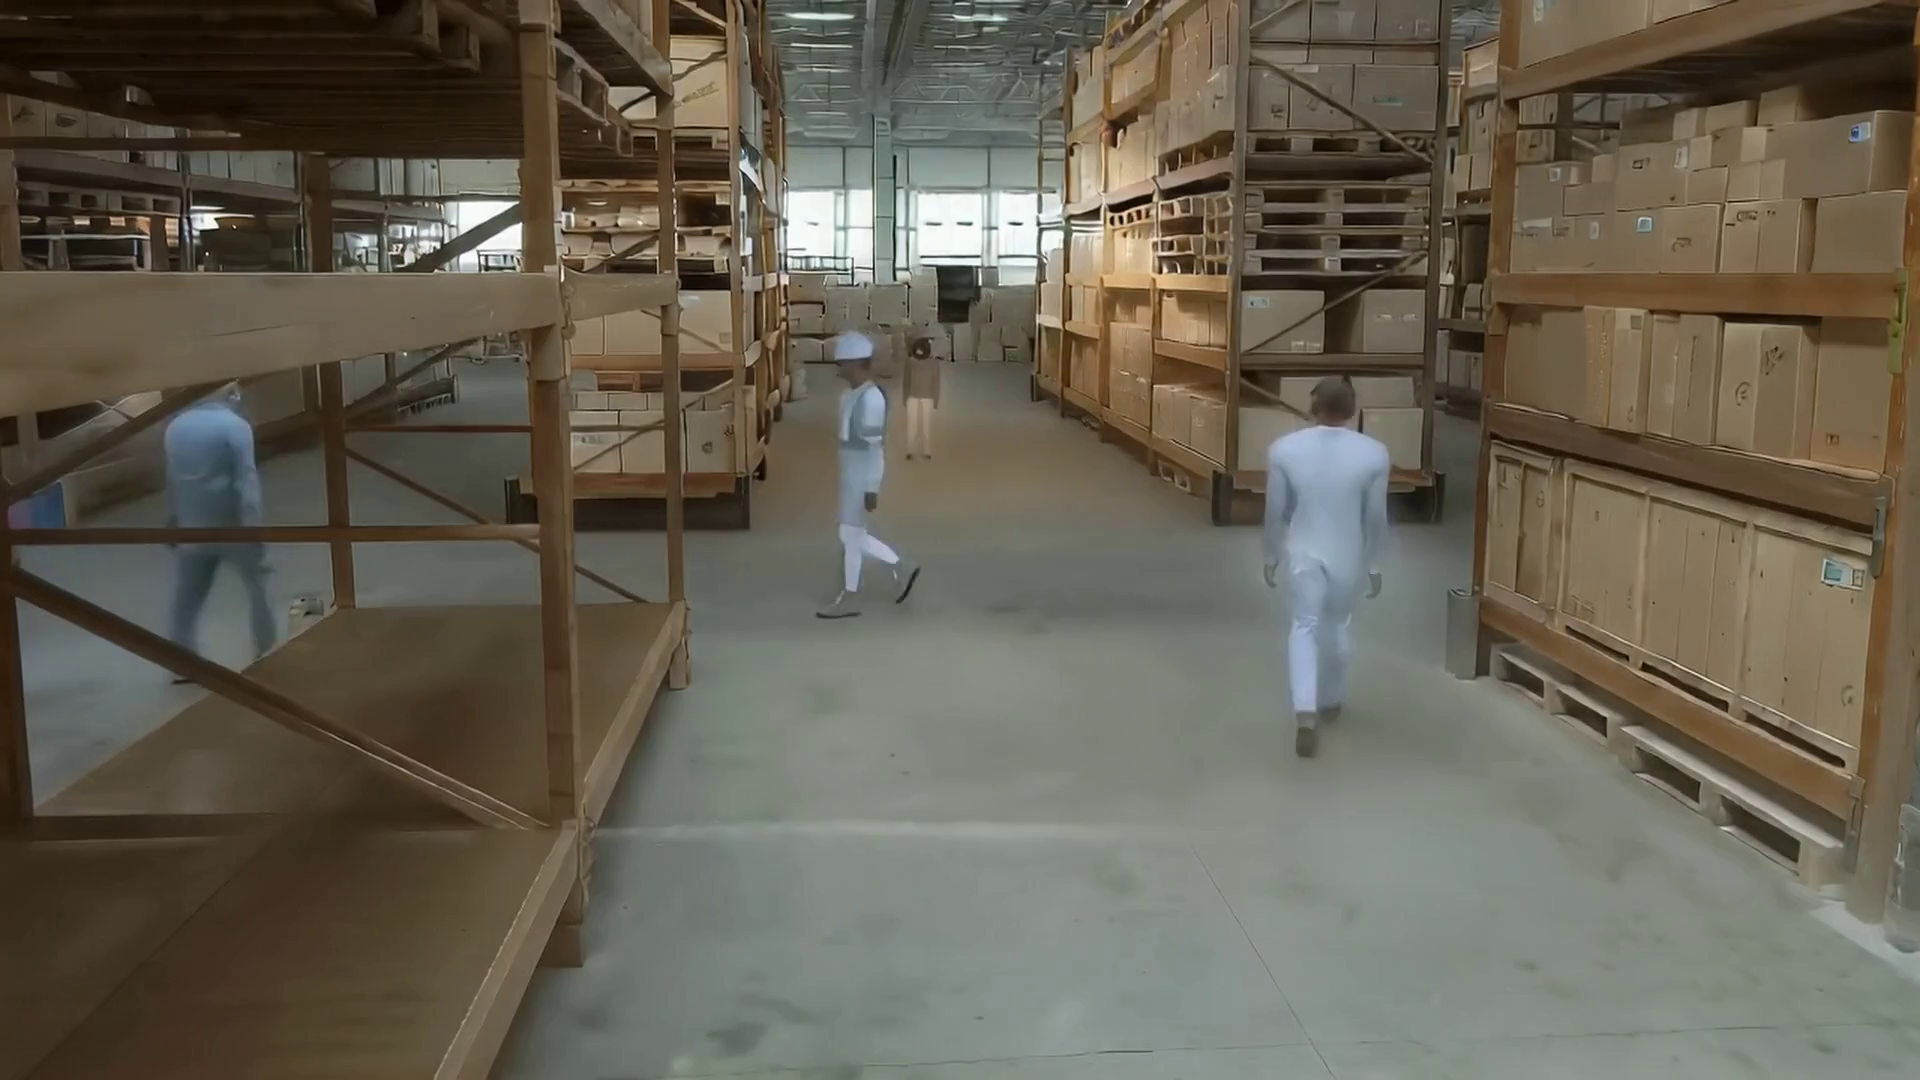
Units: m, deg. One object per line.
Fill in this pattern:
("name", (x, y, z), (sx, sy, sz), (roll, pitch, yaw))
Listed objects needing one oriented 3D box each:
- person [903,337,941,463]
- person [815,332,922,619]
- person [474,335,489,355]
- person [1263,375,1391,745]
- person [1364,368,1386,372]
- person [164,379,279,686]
("person", (-0.502, -1.785, 21.324), (0.528, 1.598, 0.732), (2, 9, 11))
("person", (-0.645, -0.453, 11.687), (0.730, 2.022, 0.611), (-3, 10, -21))
("person", (-14.386, -6.476, 50.030), (0.506, 1.847, 0.344), (2, 9, 13))
("person", (1.888, 0.093, 8.631), (0.639, 1.903, 0.968), (2, 9, 13))
("person", (6.631, -2.790, 26.929), (0.637, 1.831, 0.572), (-1, 9, -4))
("person", (-4.354, -0.093, 9.921), (0.703, 1.862, 0.860), (4, 10, 21))
